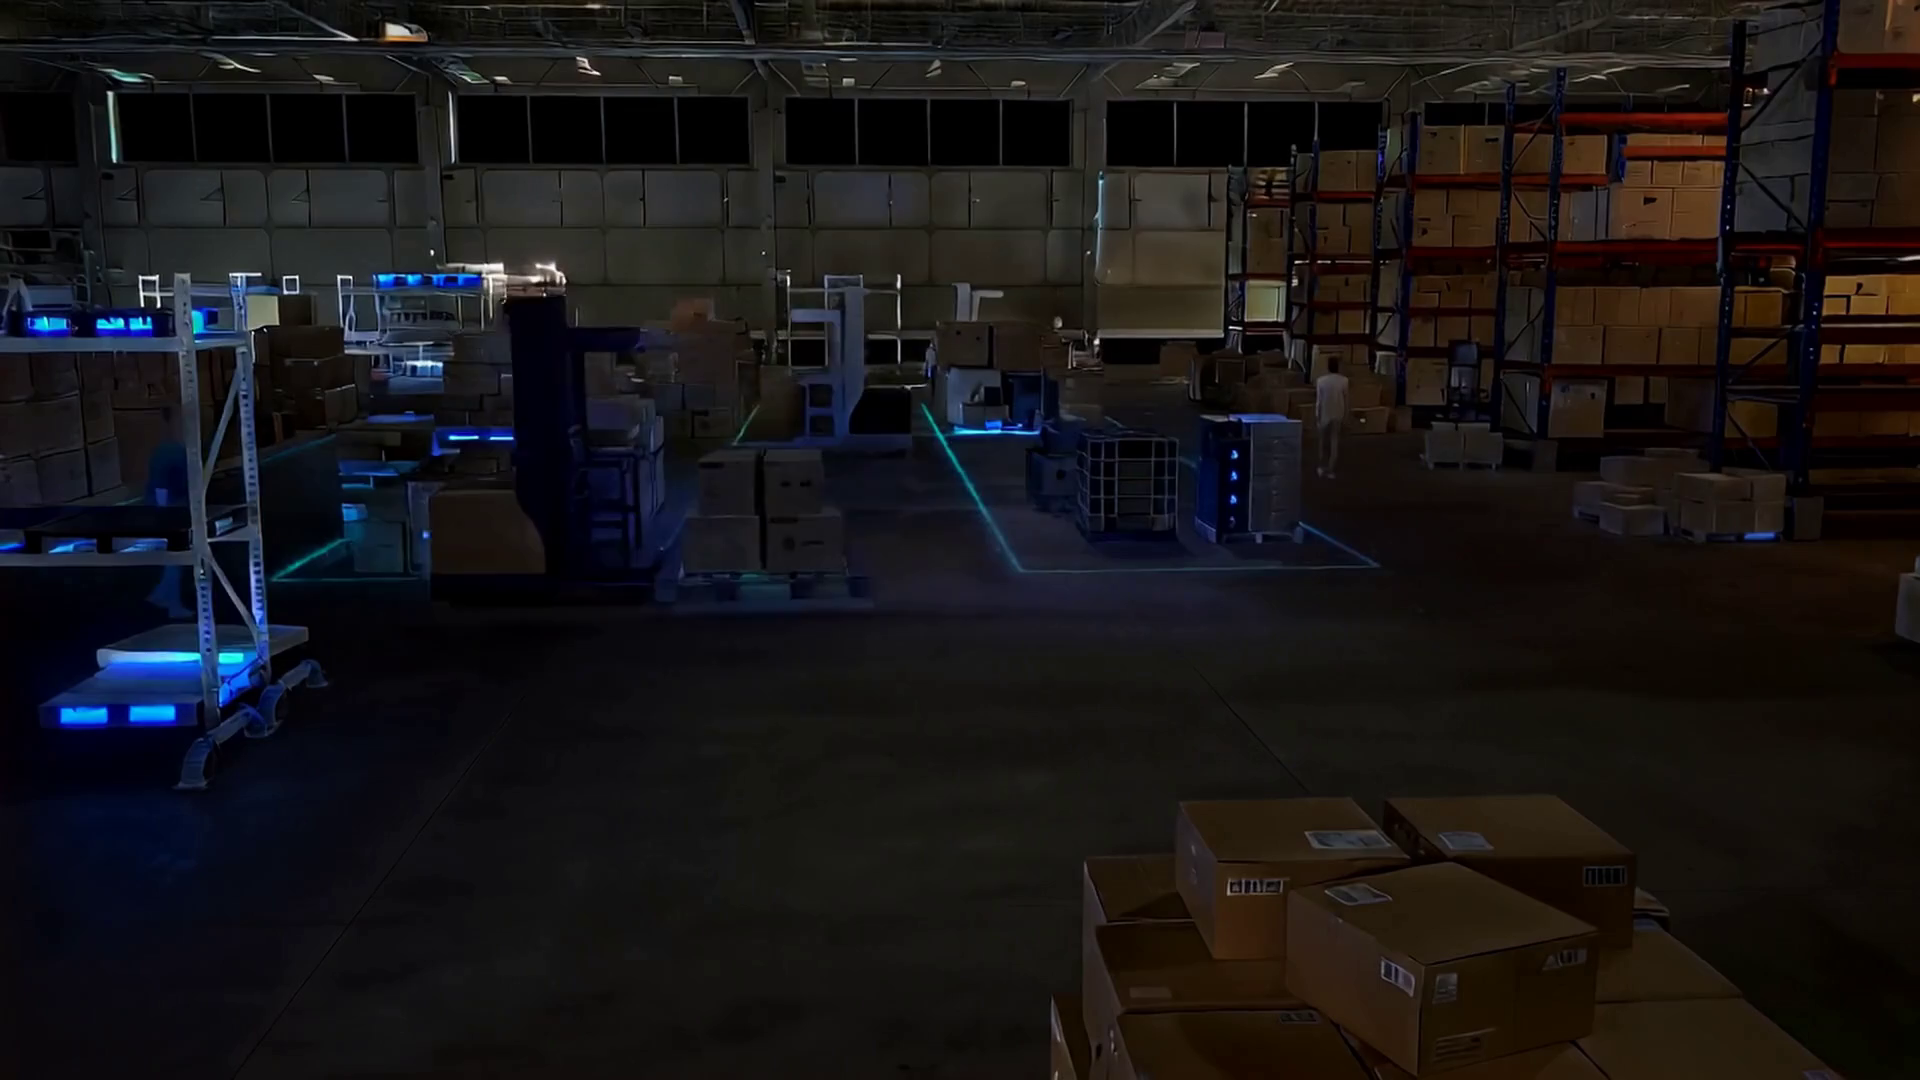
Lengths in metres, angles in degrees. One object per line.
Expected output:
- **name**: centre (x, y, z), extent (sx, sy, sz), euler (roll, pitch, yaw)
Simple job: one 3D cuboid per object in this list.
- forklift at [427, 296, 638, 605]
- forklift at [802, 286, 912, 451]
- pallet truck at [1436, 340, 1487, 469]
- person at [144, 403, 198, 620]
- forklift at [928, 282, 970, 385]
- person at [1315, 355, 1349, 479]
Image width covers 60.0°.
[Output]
- **forklift**: centre (-3.927, -0.865, 15.461), extent (1.873, 2.768, 1.129), euler (-1, 9, -4)
- **forklift**: centre (-1.795, -2.970, 28.679), extent (1.873, 2.768, 1.129), euler (-1, 9, -4)
- **pallet truck**: centre (8.004, -2.170, 26.422), extent (0.823, 1.965, 1.885), euler (2, 9, 14)
- **person**: centre (-6.883, -0.244, 14.540), extent (0.585, 1.931, 0.633), euler (-1, 9, -5)
- **forklift**: centre (0.075, -5.570, 45.004), extent (1.873, 2.768, 1.129), euler (-1, 9, -4)
- **person**: centre (5.563, -1.849, 24.911), extent (0.522, 1.838, 0.852), euler (1, 9, 8)
